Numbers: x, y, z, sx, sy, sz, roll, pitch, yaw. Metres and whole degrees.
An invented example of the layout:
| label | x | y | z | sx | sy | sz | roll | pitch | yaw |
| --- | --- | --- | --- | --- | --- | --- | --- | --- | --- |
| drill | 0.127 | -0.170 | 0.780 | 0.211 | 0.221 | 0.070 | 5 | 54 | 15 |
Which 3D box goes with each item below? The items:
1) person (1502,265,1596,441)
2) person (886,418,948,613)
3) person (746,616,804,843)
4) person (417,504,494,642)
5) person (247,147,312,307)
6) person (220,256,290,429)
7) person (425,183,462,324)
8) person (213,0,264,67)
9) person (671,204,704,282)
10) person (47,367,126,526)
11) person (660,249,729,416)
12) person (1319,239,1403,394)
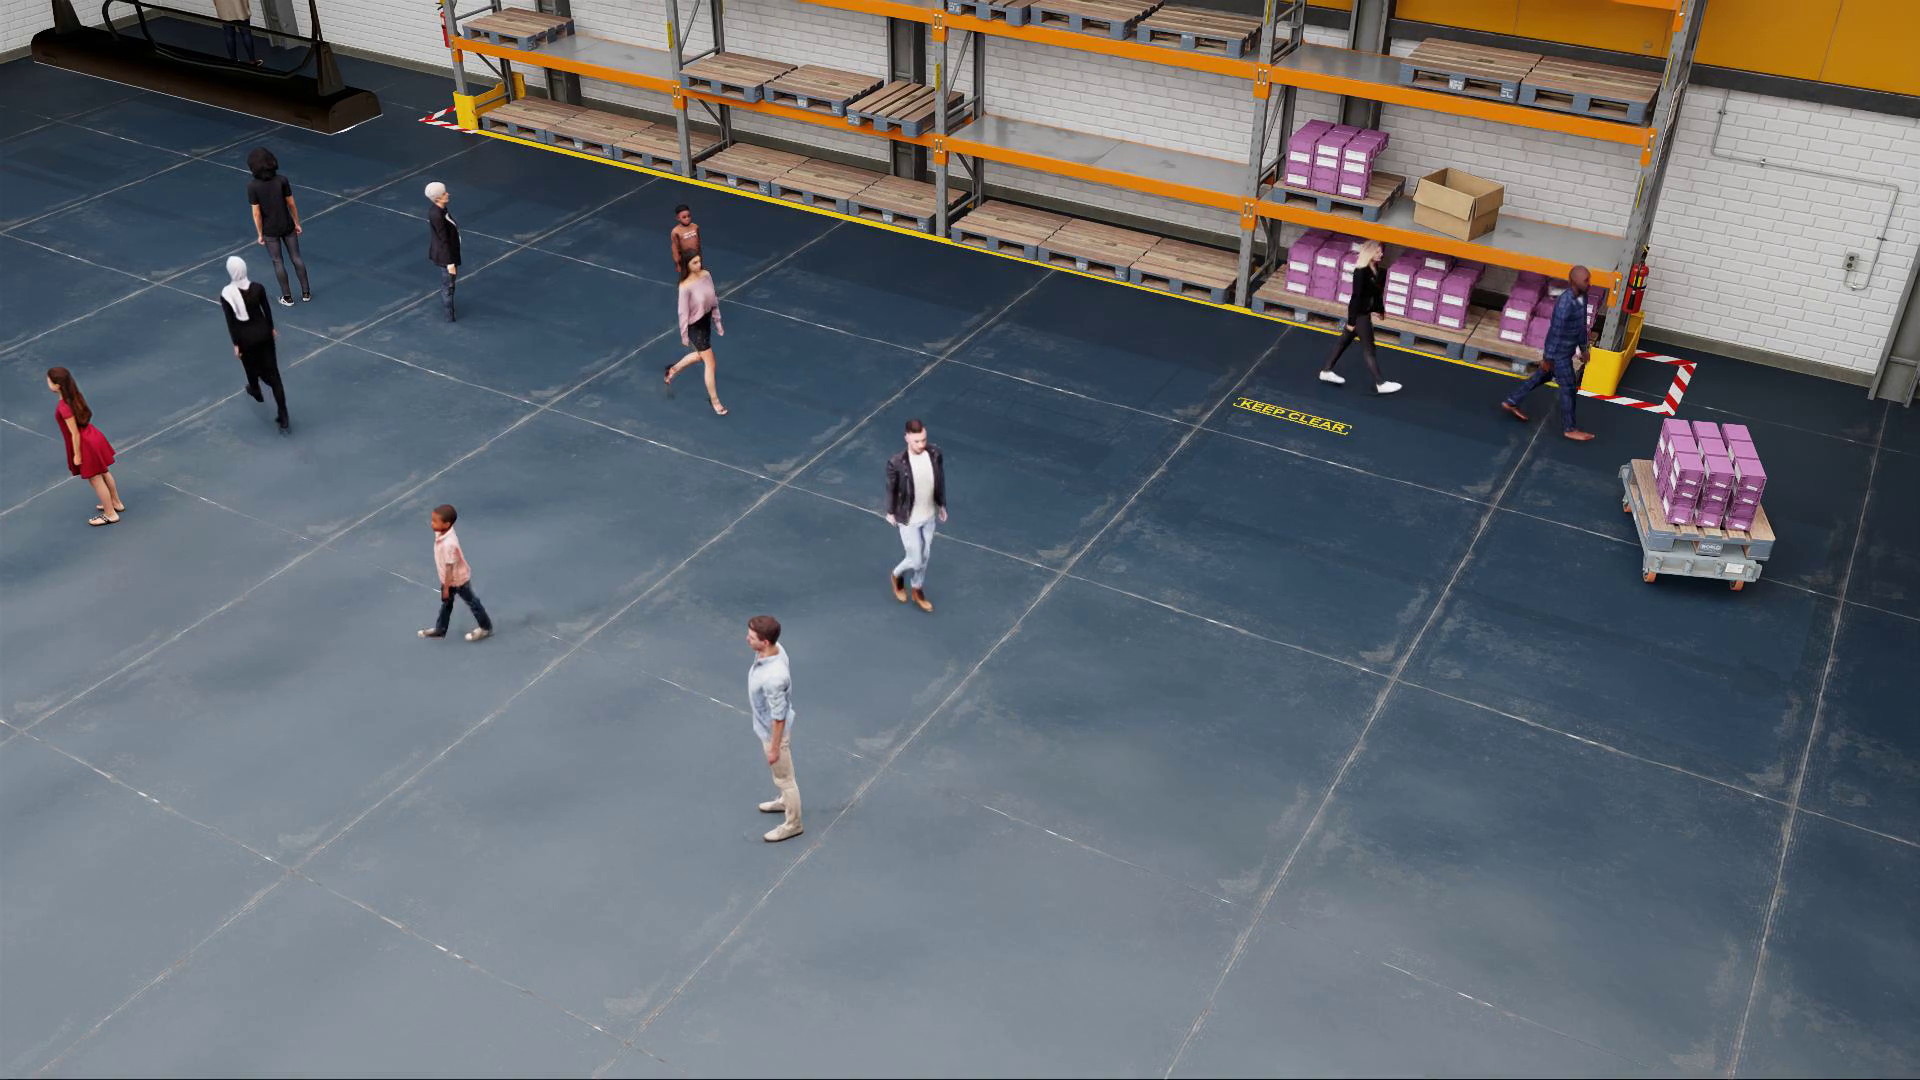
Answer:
| label | x | y | z | sx | sy | sz | roll | pitch | yaw |
| --- | --- | --- | --- | --- | --- | --- | --- | --- | --- |
| person | 5.813 | -1.882 | 16.327 | 1.208 | 1.772 | 0.688 | 20 | 39 | 28 |
| person | -0.401 | -0.249 | 13.826 | 0.783 | 1.822 | 0.822 | -20 | 38 | -27 |
| person | -1.277 | 1.286 | 11.494 | 0.759 | 1.846 | 0.721 | -6 | 34 | -9 |
| person | -4.031 | 0.277 | 13.521 | 0.813 | 1.282 | 0.829 | -16 | 37 | -23 |
| person | -7.703 | -3.542 | 18.768 | 0.709 | 1.835 | 0.667 | -22 | 39 | -29 |
| person | -6.904 | -1.907 | 16.404 | 0.915 | 1.727 | 1.248 | -24 | 40 | -31 |
| person | -5.768 | -3.139 | 18.560 | 0.793 | 1.783 | 0.821 | -9 | 35 | -13 |
| person | -11.350 | -8.312 | 25.890 | 0.783 | 1.895 | 0.878 | -1 | 34 | -2 |
| person | -3.071 | -3.187 | 18.757 | 0.583 | 1.255 | 0.581 | -25 | 41 | -32 |
| person | -7.894 | -0.867 | 14.998 | 0.737 | 1.552 | 0.677 | -5 | 34 | -7 |
| person | -2.684 | -2.101 | 16.649 | 1.055 | 1.780 | 0.622 | 17 | 37 | 23 |
| person | 4.019 | -2.306 | 17.080 | 1.100 | 1.645 | 0.653 | 16 | 37 | 22 |
